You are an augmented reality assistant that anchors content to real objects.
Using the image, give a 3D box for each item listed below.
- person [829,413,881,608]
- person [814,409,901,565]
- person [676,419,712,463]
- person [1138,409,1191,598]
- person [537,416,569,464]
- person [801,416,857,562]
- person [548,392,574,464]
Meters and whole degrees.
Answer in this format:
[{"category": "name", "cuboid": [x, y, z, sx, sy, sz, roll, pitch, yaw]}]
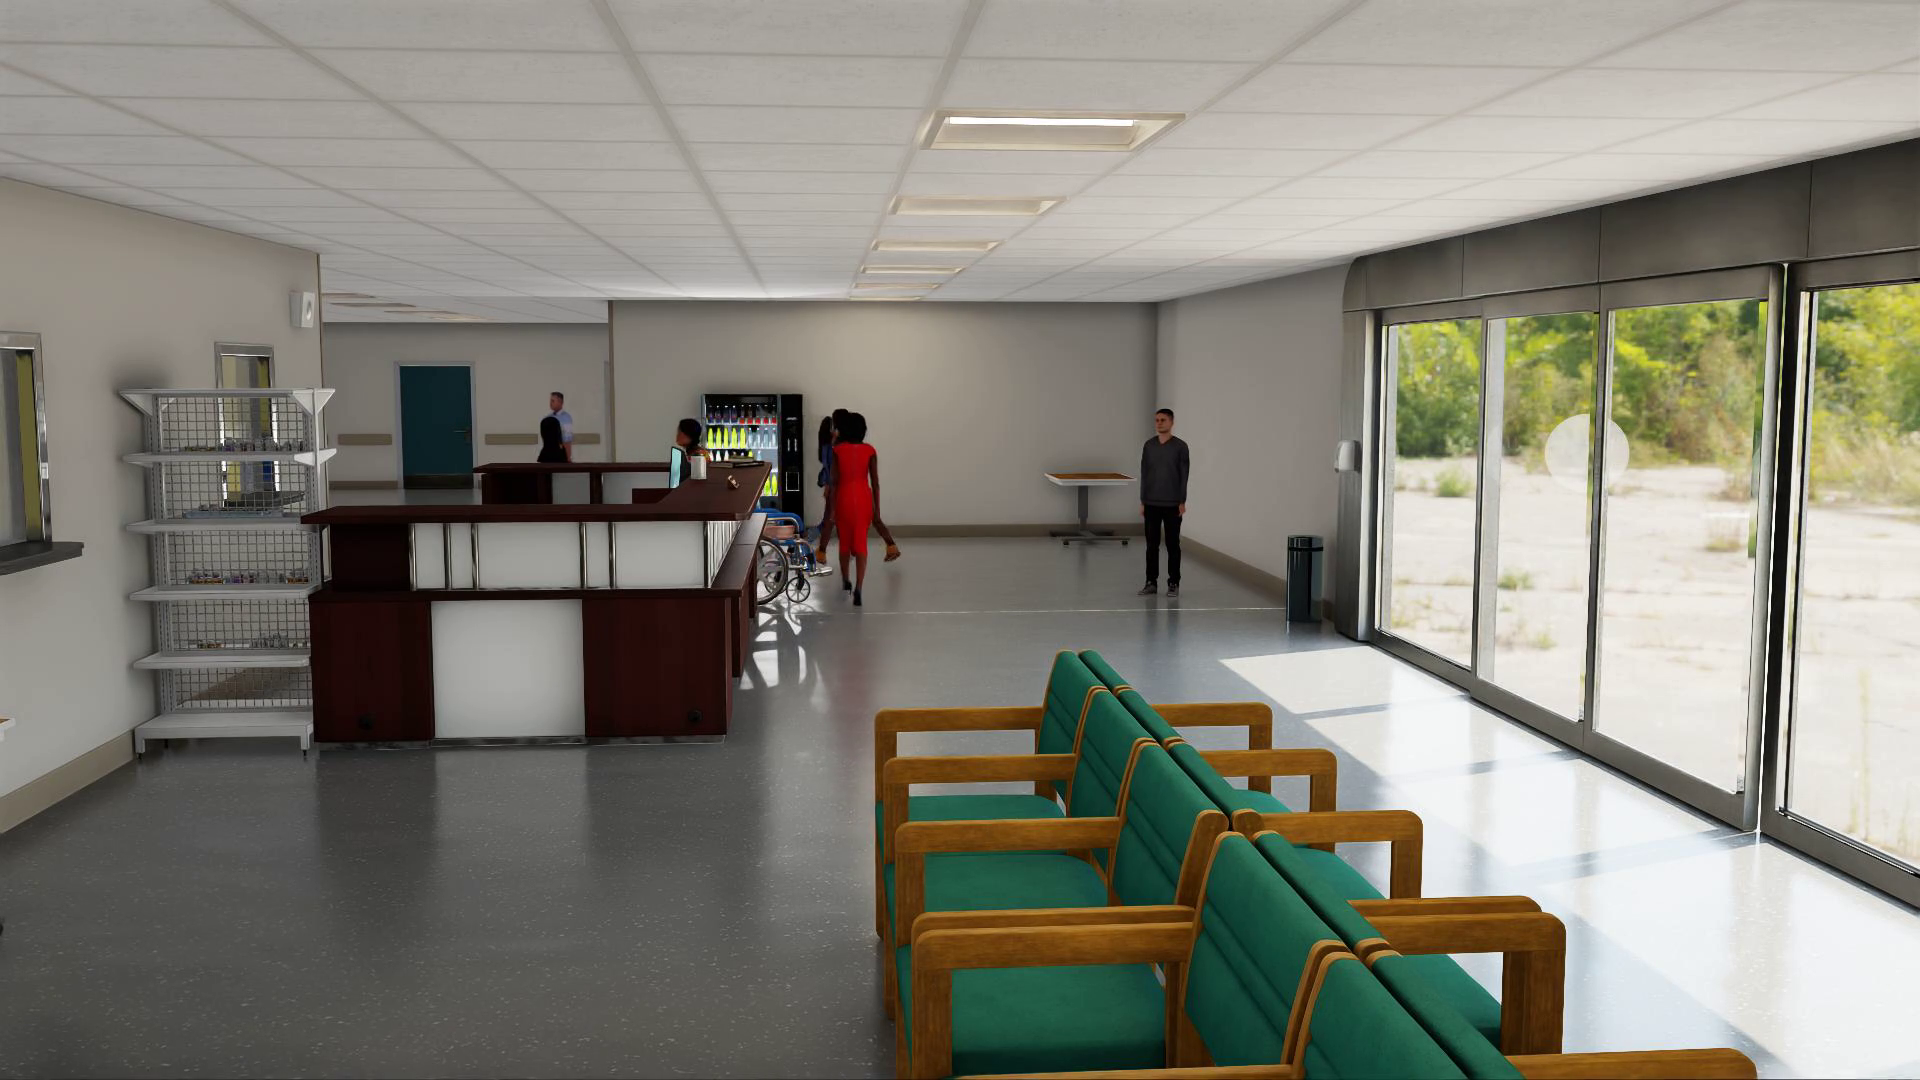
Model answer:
[{"category": "person", "cuboid": [-0.935, -0.241, 14.763, 0.984, 1.707, 0.661, -1, 6, -5]}, {"category": "person", "cuboid": [-1.086, -0.508, 17.644, 1.361, 1.662, 1.091, 3, 6, 27]}, {"category": "person", "cuboid": [-2.508, -0.343, 16.016, 0.853, 1.659, 0.774, -2, 6, -23]}, {"category": "person", "cuboid": [1.914, -0.353, 15.609, 0.634, 1.760, 0.755, 3, 6, 24]}, {"category": "person", "cuboid": [-4.155, -0.457, 17.333, 1.111, 1.622, 0.867, 2, 6, 21]}, {"category": "person", "cuboid": [-1.426, -0.557, 18.449, 1.071, 1.598, 0.915, 3, 6, 27]}, {"category": "person", "cuboid": [-5.763, -1.238, 24.150, 0.965, 1.811, 1.036, 5, 8, 43]}]
